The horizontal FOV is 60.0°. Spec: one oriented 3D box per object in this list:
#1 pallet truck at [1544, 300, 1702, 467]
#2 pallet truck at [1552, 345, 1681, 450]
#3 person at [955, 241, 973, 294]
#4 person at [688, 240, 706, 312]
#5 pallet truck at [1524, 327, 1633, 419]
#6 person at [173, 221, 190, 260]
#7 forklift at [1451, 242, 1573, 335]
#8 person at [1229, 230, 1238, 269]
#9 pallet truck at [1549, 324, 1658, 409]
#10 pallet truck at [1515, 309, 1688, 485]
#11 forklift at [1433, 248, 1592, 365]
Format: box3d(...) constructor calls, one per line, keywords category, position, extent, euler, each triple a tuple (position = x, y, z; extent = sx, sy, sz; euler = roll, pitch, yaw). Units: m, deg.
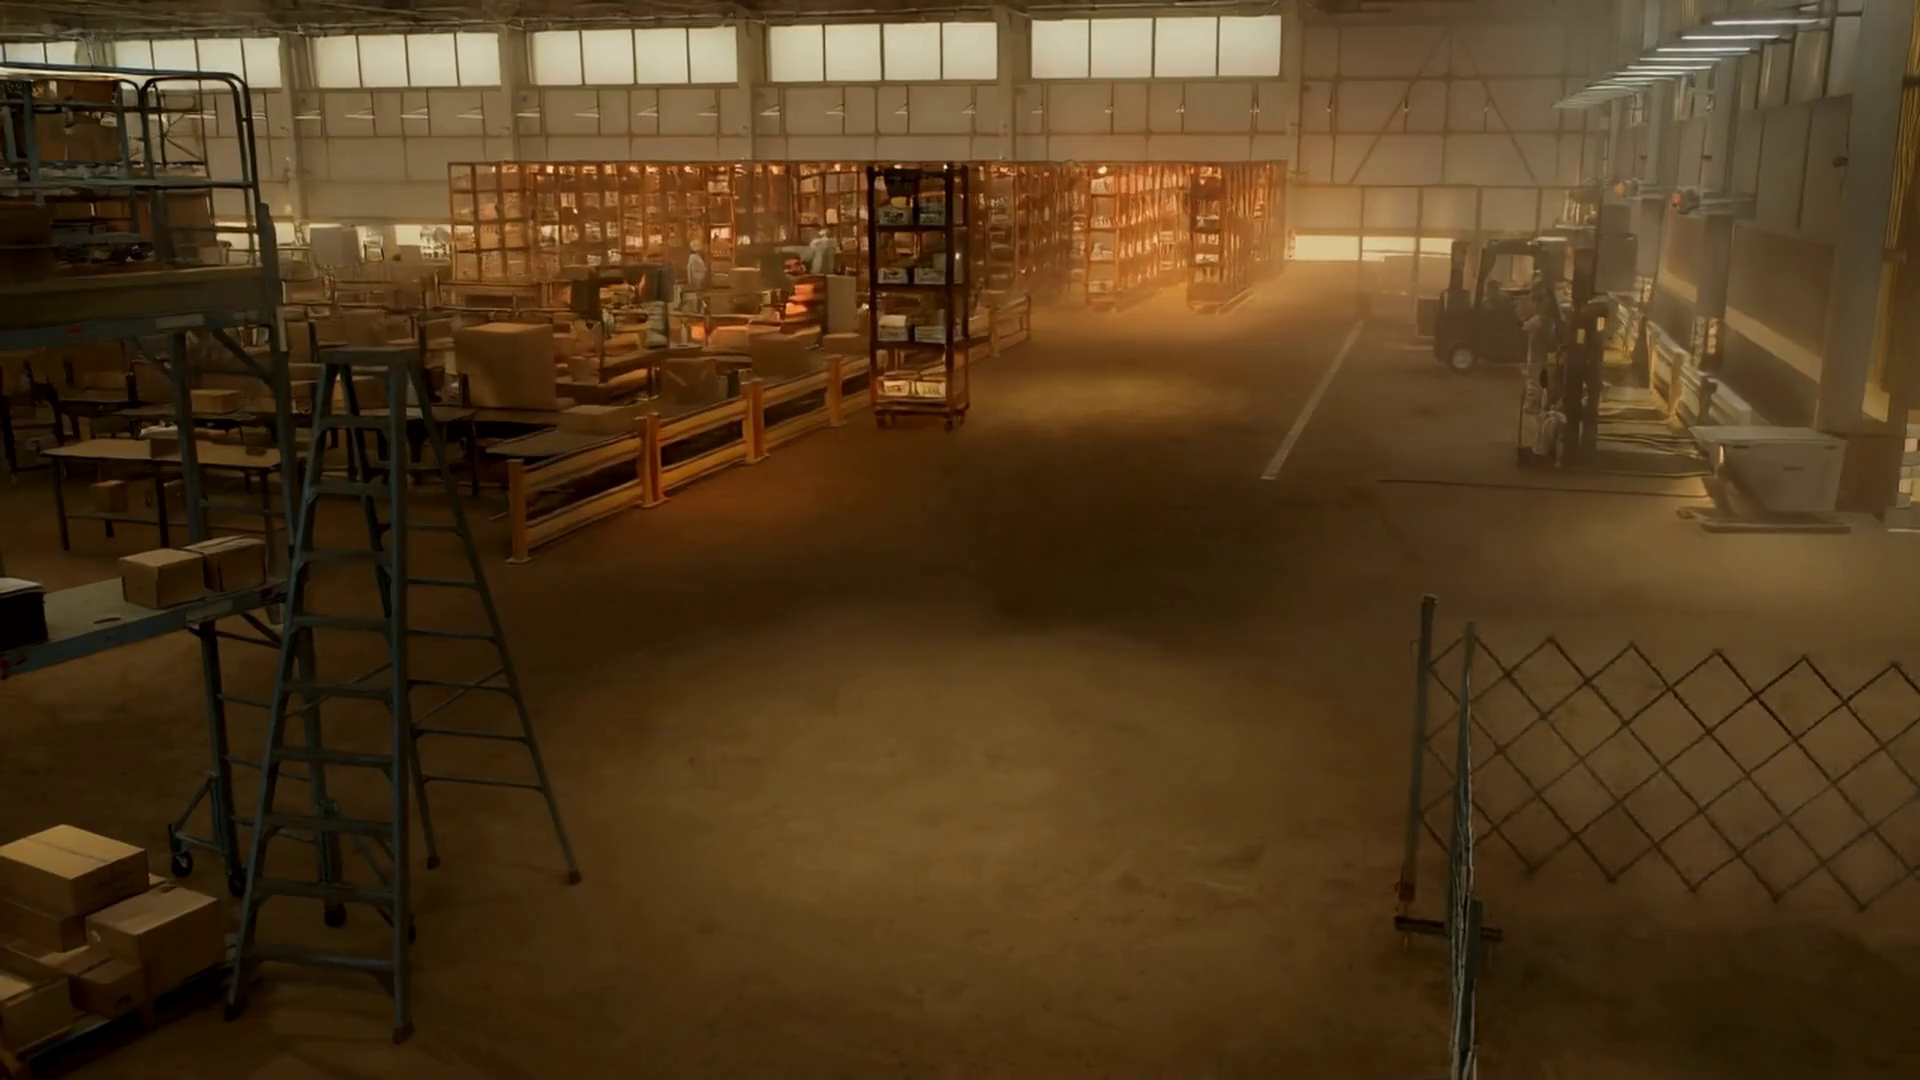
box3d(category="pallet truck", position=(8.263, -1.952, 20.631), extent=(1.885, 1.965, 0.823), euler=(5, 14, 20))
box3d(category="pallet truck", position=(8.641, -1.896, 21.908), extent=(1.630, 1.274, 0.653), euler=(4, 14, 16))
box3d(category="person", position=(0.088, -5.863, 37.844), extent=(0.984, 1.861, 0.649), euler=(5, 14, 19))
box3d(category="person", position=(-6.114, -6.065, 38.758), extent=(0.404, 1.829, 0.600), euler=(-5, 14, -20))
box3d(category="pallet truck", position=(9.065, -2.460, 24.370), extent=(1.522, 1.261, 0.704), euler=(3, 13, 14))
box3d(category="person", position=(-21.904, -7.959, 46.700), extent=(1.030, 1.934, 0.655), euler=(1, 13, 5))
box3d(category="forklift", position=(10.464, -4.597, 31.405), extent=(2.680, 1.987, 1.157), euler=(4, 14, 16))
box3d(category="person", position=(7.508, -7.735, 46.067), extent=(0.990, 1.792, 0.590), euler=(2, 13, 8))
box3d(category="pallet truck", position=(9.824, -2.669, 25.407), extent=(1.601, 1.201, 0.680), euler=(4, 14, 16))
box3d(category="pallet truck", position=(7.554, -1.677, 19.446), extent=(1.885, 1.965, 0.823), euler=(3, 13, 14))
box3d(category="forklift", position=(9.780, -4.111, 29.280), extent=(2.680, 1.987, 1.157), euler=(3, 13, 14))
